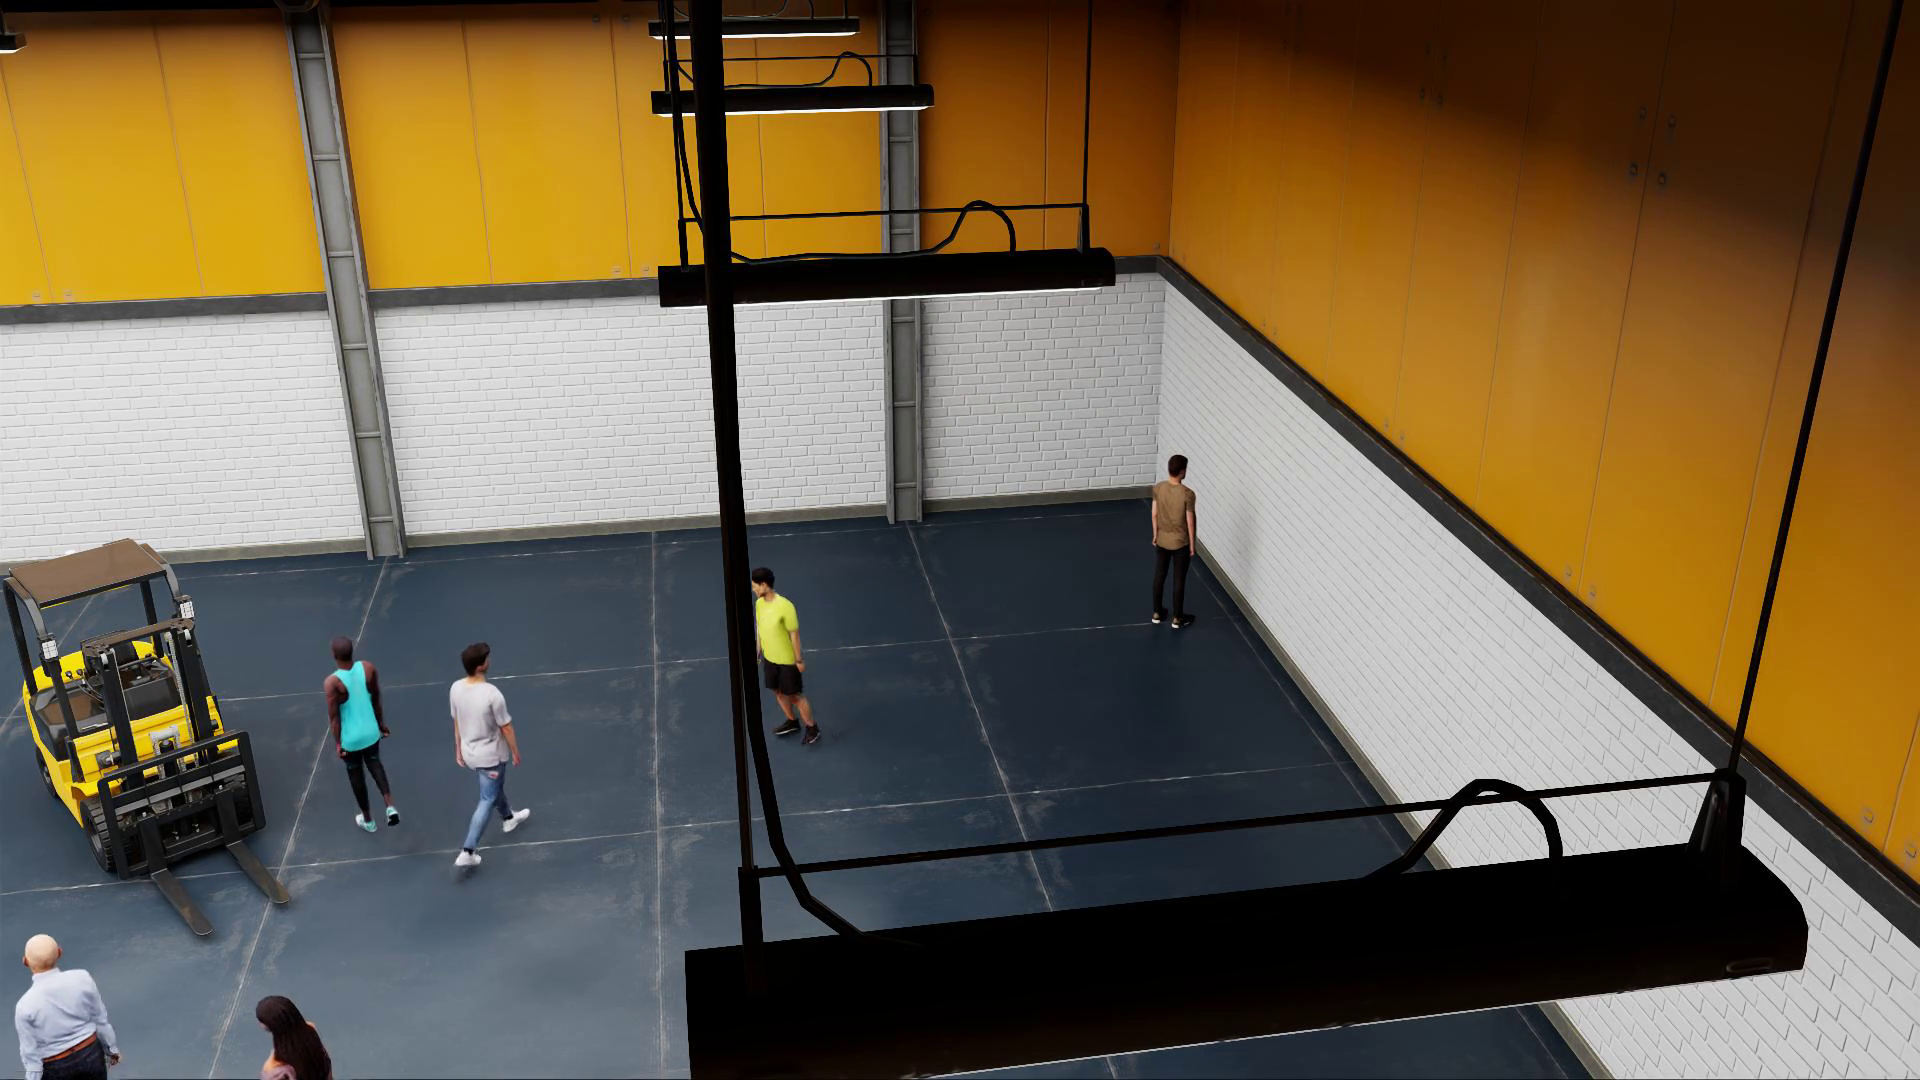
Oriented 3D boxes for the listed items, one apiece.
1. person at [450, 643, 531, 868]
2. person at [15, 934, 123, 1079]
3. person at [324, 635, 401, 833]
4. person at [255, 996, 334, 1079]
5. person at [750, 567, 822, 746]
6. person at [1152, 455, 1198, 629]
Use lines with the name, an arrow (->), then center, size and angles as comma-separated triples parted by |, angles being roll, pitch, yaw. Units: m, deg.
person -> -3.818, 1.730, 13.205 | 1.237, 1.844, 1.185 | 11, 26, 23
person -> -5.256, 3.195, 9.960 | 1.185, 1.759, 1.159 | 16, 28, 32
person -> -4.841, 1.620, 13.516 | 0.879, 1.797, 0.912 | -21, 31, -40
person -> -3.642, 3.360, 9.548 | 1.034, 1.788, 0.893 | 9, 25, 20
person -> -1.566, 1.032, 15.026 | 0.854, 1.665, 0.882 | 11, 26, 24
person -> 2.193, 0.005, 17.146 | 0.739, 1.849, 0.795 | 16, 28, 33
